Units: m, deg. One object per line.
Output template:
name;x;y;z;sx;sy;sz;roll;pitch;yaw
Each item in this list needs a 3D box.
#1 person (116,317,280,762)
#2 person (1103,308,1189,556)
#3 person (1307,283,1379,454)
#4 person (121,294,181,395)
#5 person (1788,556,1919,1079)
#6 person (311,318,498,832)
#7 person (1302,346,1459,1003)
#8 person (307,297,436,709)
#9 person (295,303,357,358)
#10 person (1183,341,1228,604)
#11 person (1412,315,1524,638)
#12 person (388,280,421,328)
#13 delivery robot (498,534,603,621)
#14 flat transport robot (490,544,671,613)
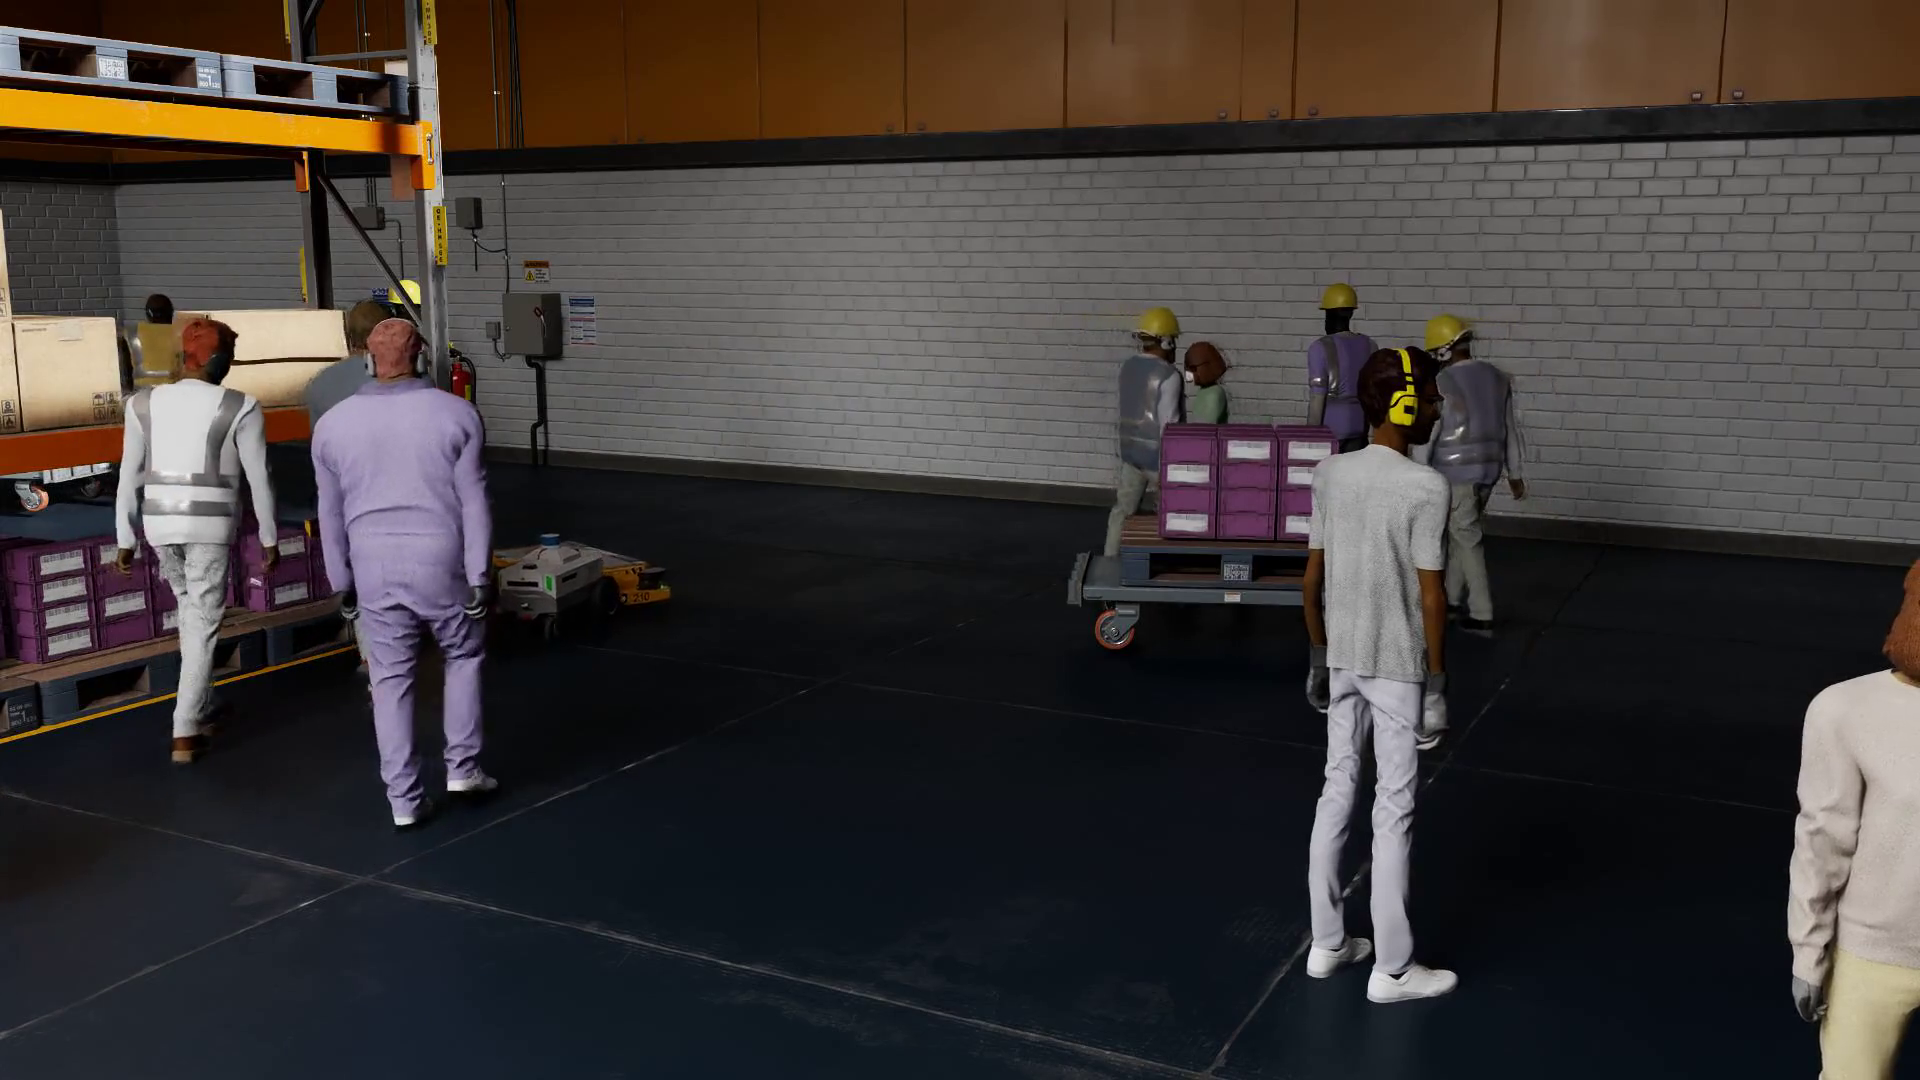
person;-3.246;-0.018;7.121;0.597;1.844;0.825;0;10;3
person;1.234;-0.538;10.320;0.926;1.786;0.602;-6;12;-33
person;2.489;-0.728;11.016;0.594;1.925;0.369;-6;12;-33
person;-6.663;-1.164;13.983;0.609;1.777;0.959;-3;10;-18
person;1.803;0.795;3.089;0.500;1.626;0.284;3;10;17
person;-2.045;0.122;6.227;0.665;1.877;0.638;0;10;-3
person;1.202;0.382;4.775;0.334;1.865;0.517;-7;12;-34
person;-2.679;-0.150;7.682;0.648;1.922;0.487;2;10;12
person;-6.047;-1.552;15.797;0.648;1.923;0.499;-2;10;-9
person;1.399;-0.392;10.049;0.821;1.592;0.493;-1;10;-3
person;2.786;-0.372;9.386;0.658;1.776;0.793;-5;11;-28
person;-4.081;-0.956;12.337;0.372;1.925;0.595;-5;11;-25
delivery robot;-2.280;0.208;9.295;0.477;0.478;0.707;2;10;12
flat transport robot;-2.449;0.211;10.369;0.652;0.197;1.431;-8;13;-39
